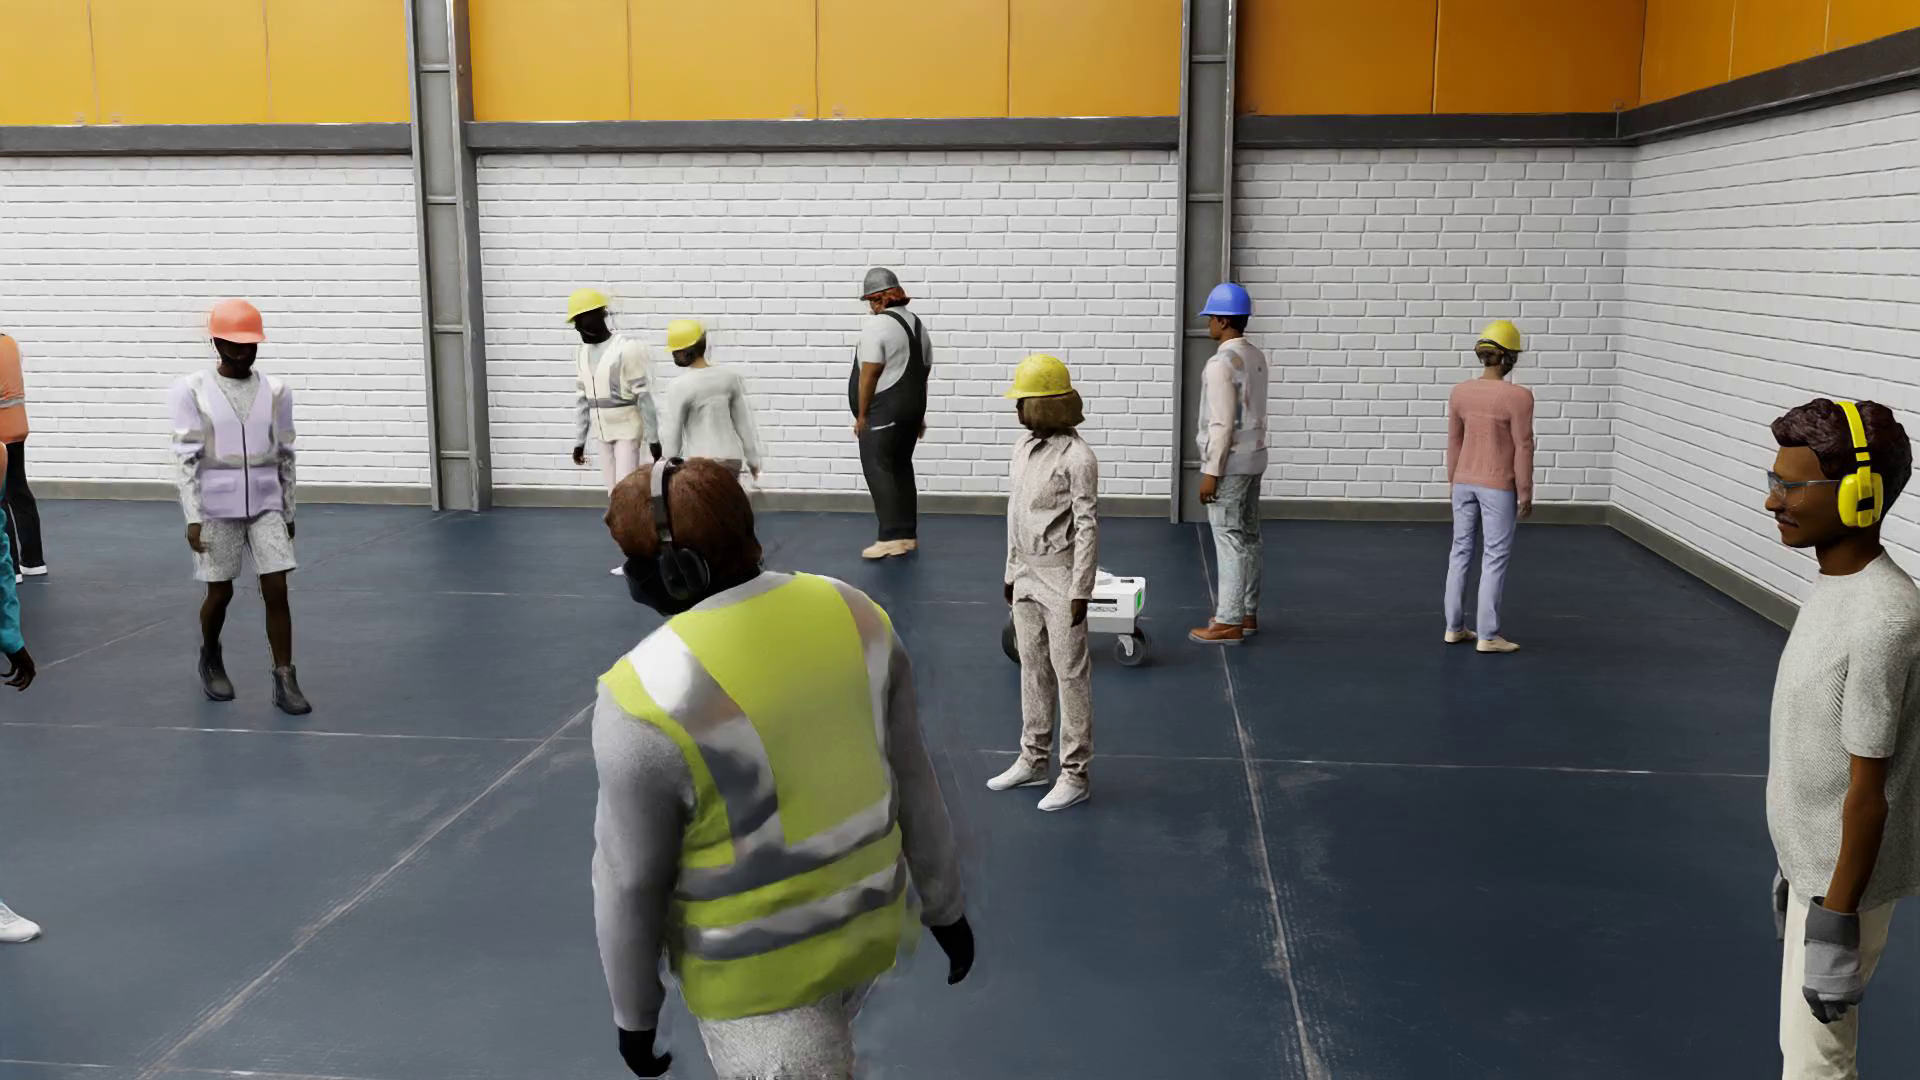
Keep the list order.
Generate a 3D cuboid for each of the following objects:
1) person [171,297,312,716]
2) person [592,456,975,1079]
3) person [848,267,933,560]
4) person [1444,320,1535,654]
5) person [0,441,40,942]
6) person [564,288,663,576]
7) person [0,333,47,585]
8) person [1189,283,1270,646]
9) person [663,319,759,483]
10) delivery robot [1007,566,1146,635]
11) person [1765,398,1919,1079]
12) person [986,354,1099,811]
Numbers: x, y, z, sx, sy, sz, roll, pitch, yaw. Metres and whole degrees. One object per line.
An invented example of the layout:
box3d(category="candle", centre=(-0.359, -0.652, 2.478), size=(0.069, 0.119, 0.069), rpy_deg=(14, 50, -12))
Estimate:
box3d(category="person", centre=(-3.332, -0.158, 7.682), size=(0.561, 1.914, 0.715), rpy_deg=(-8, 13, -39))
box3d(category="person", centre=(-0.365, 0.732, 2.983), size=(0.936, 1.777, 0.690), rpy_deg=(8, 13, 37))
box3d(category="person", centre=(-0.488, -0.897, 11.546), size=(0.636, 2.000, 0.860), rpy_deg=(6, 11, 30))
box3d(category="person", centre=(2.810, -0.280, 8.830), size=(0.343, 1.760, 0.528), rpy_deg=(-7, 12, -33))
box3d(category="person", centre=(-3.080, 0.319, 4.943), size=(0.373, 1.915, 0.594), rpy_deg=(5, 11, 27))
box3d(category="person", centre=(-2.243, -0.683, 10.779), size=(0.637, 1.876, 0.516), rpy_deg=(8, 13, 40))
box3d(category="person", centre=(-6.154, -0.663, 10.570), size=(0.397, 1.917, 0.594), rpy_deg=(0, 10, 0))
box3d(category="person", centre=(1.457, -0.404, 8.991), size=(0.405, 1.948, 0.605), rpy_deg=(6, 12, 30))
box3d(category="person", centre=(-1.475, -0.438, 9.816), size=(0.536, 1.717, 0.549), rpy_deg=(8, 12, 37))
box3d(category="delivery robot", centre=(0.610, 0.307, 8.635), size=(0.707, 0.478, 0.477), rpy_deg=(1, 10, 8))
box3d(category="person", centre=(1.631, 0.660, 3.167), size=(0.334, 1.860, 0.509), rpy_deg=(4, 11, 21))
box3d(category="person", centre=(0.323, 0.160, 6.359), size=(0.313, 1.739, 0.484), rpy_deg=(-6, 12, -32))
